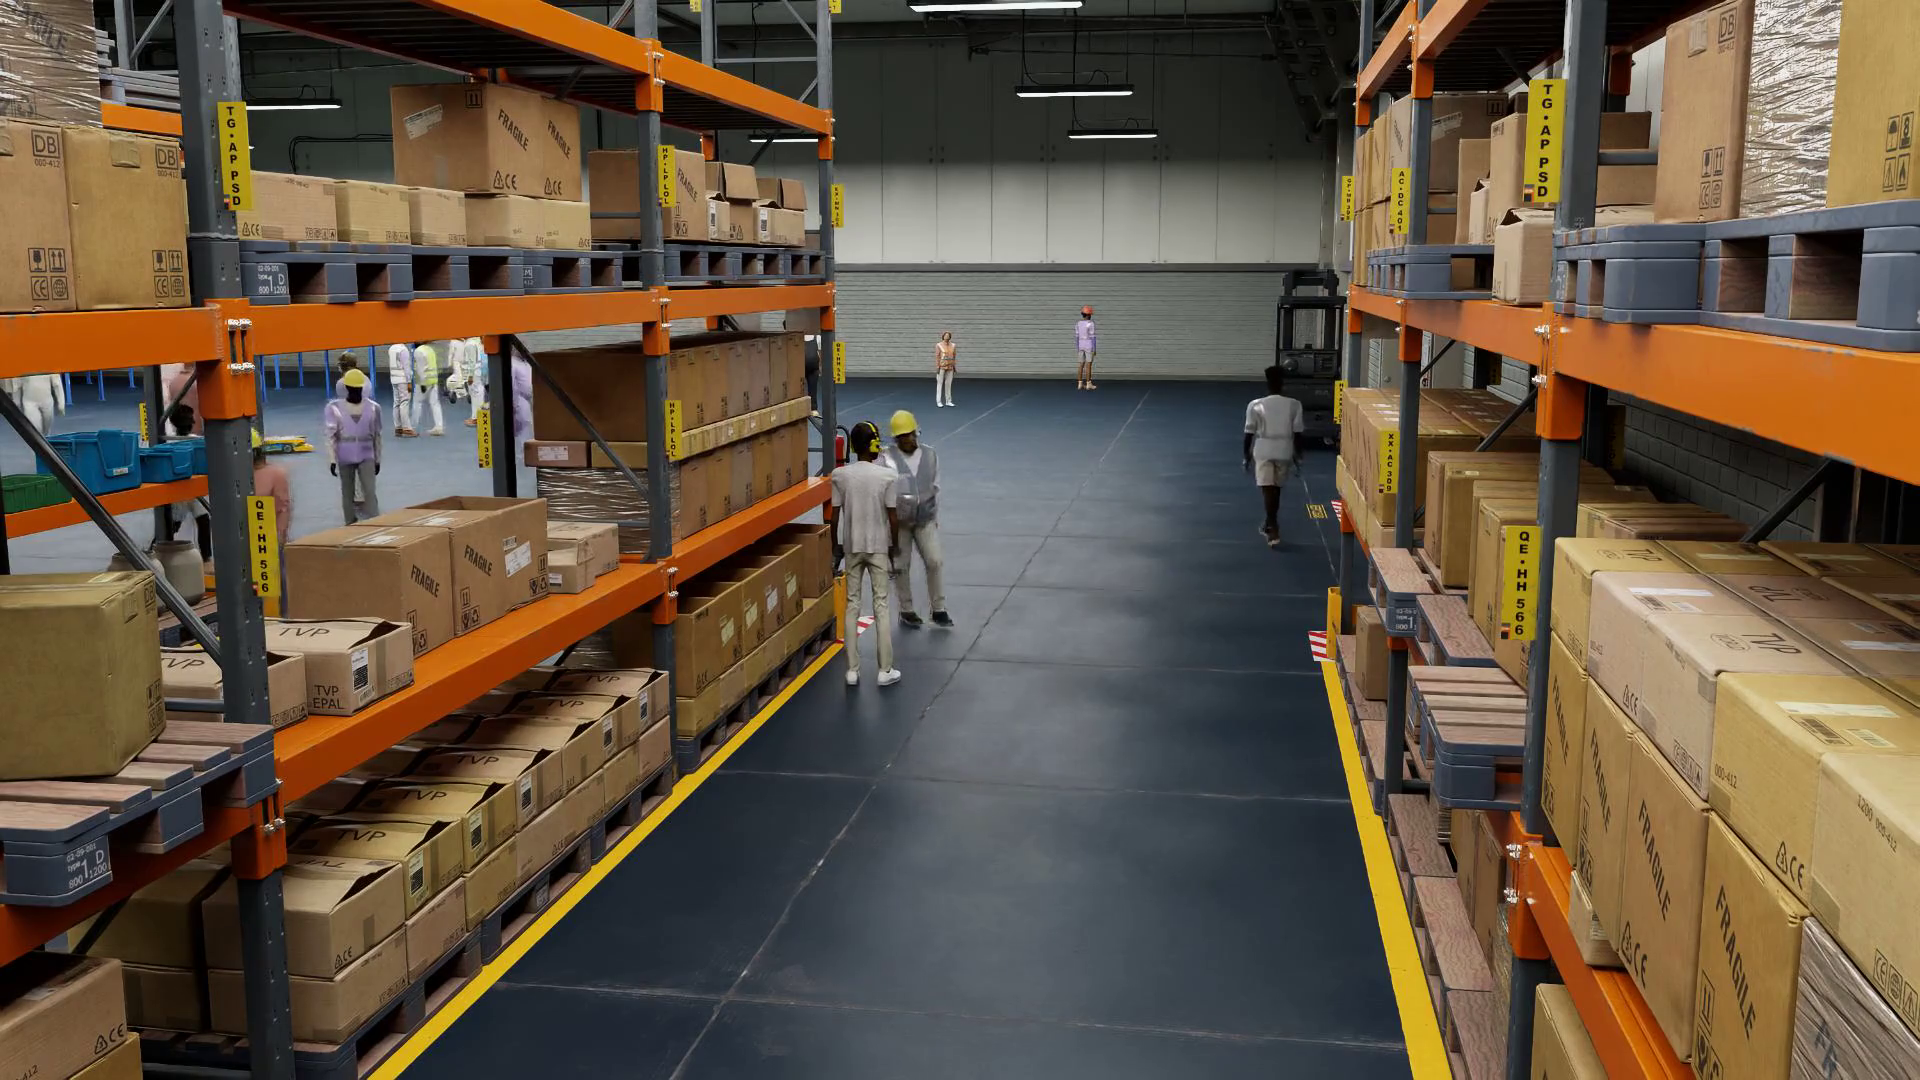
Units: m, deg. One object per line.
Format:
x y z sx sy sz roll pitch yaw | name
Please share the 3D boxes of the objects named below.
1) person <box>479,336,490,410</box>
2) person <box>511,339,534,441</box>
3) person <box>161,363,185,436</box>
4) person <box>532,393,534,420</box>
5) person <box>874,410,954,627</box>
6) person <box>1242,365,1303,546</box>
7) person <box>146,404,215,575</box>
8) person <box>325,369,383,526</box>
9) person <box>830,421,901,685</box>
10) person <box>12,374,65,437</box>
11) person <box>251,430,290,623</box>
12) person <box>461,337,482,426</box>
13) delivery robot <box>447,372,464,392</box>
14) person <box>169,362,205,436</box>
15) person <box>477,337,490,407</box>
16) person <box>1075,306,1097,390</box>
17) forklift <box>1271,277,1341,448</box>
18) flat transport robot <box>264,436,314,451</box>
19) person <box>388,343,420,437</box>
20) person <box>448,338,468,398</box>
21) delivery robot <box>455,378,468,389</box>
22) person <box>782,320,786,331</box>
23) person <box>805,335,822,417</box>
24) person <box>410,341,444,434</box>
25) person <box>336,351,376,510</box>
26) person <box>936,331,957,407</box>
-9.816 -3.464 34.375 0.537 1.641 0.884 2 9 11 | person
-6.829 -2.155 25.622 0.869 1.882 0.645 1 9 8 | person
-12.786 -2.356 26.961 0.652 1.833 1.026 -5 10 -27 | person
-5.635 -1.577 22.814 0.508 1.628 0.321 3 10 16 | person
-0.381 -0.154 13.524 0.590 1.792 0.679 -4 10 -22 | person
3.353 -0.915 17.849 0.617 1.916 1.030 -1 9 -4 | person
-7.481 -0.476 15.905 0.785 1.673 0.537 2 9 13 | person
-6.417 -0.871 17.698 0.596 1.874 0.994 -5 10 -27 | person
-0.670 0.096 11.772 0.512 1.866 0.330 1 9 9 | person
-13.516 -1.964 24.413 0.647 1.893 1.011 -7 12 -38 | person
-5.473 -0.031 13.038 0.524 1.712 0.931 -1 9 -4 | person
-9.246 -3.136 31.440 0.399 1.949 0.605 -2 10 -14 | person
-11.910 -3.734 39.257 0.477 0.478 0.707 -2 9 -10 | delivery robot
-9.904 -1.512 21.684 0.673 1.855 0.960 3 10 20 | person
-10.020 -3.742 35.609 0.648 1.805 0.813 7 12 38 | person
3.125 -4.736 41.021 0.373 2.044 0.608 -9 13 -44 | person
5.847 -3.016 27.970 1.129 2.768 1.873 1 9 9 | forklift
-11.261 -1.535 26.858 1.431 0.197 0.652 -6 11 -32 | flat transport robot
-9.856 -2.800 29.403 0.400 1.938 0.602 -9 13 -44 | person
-11.369 -4.015 37.966 0.517 1.579 0.863 -9 13 -44 | person
-11.010 -3.499 37.014 0.335 0.223 0.698 1 9 6 | delivery robot
-4.333 -4.670 41.677 0.541 1.695 0.316 -2 9 -11 | person
-3.074 -3.471 33.358 0.679 2.000 0.537 -3 10 -17 | person
-9.647 -2.783 29.723 0.869 1.799 0.649 2 9 12 | person
-7.450 -1.353 20.480 0.352 1.936 0.635 2 9 11 | person
-0.305 -3.679 35.752 0.513 1.637 0.313 -6 11 -32 | person
